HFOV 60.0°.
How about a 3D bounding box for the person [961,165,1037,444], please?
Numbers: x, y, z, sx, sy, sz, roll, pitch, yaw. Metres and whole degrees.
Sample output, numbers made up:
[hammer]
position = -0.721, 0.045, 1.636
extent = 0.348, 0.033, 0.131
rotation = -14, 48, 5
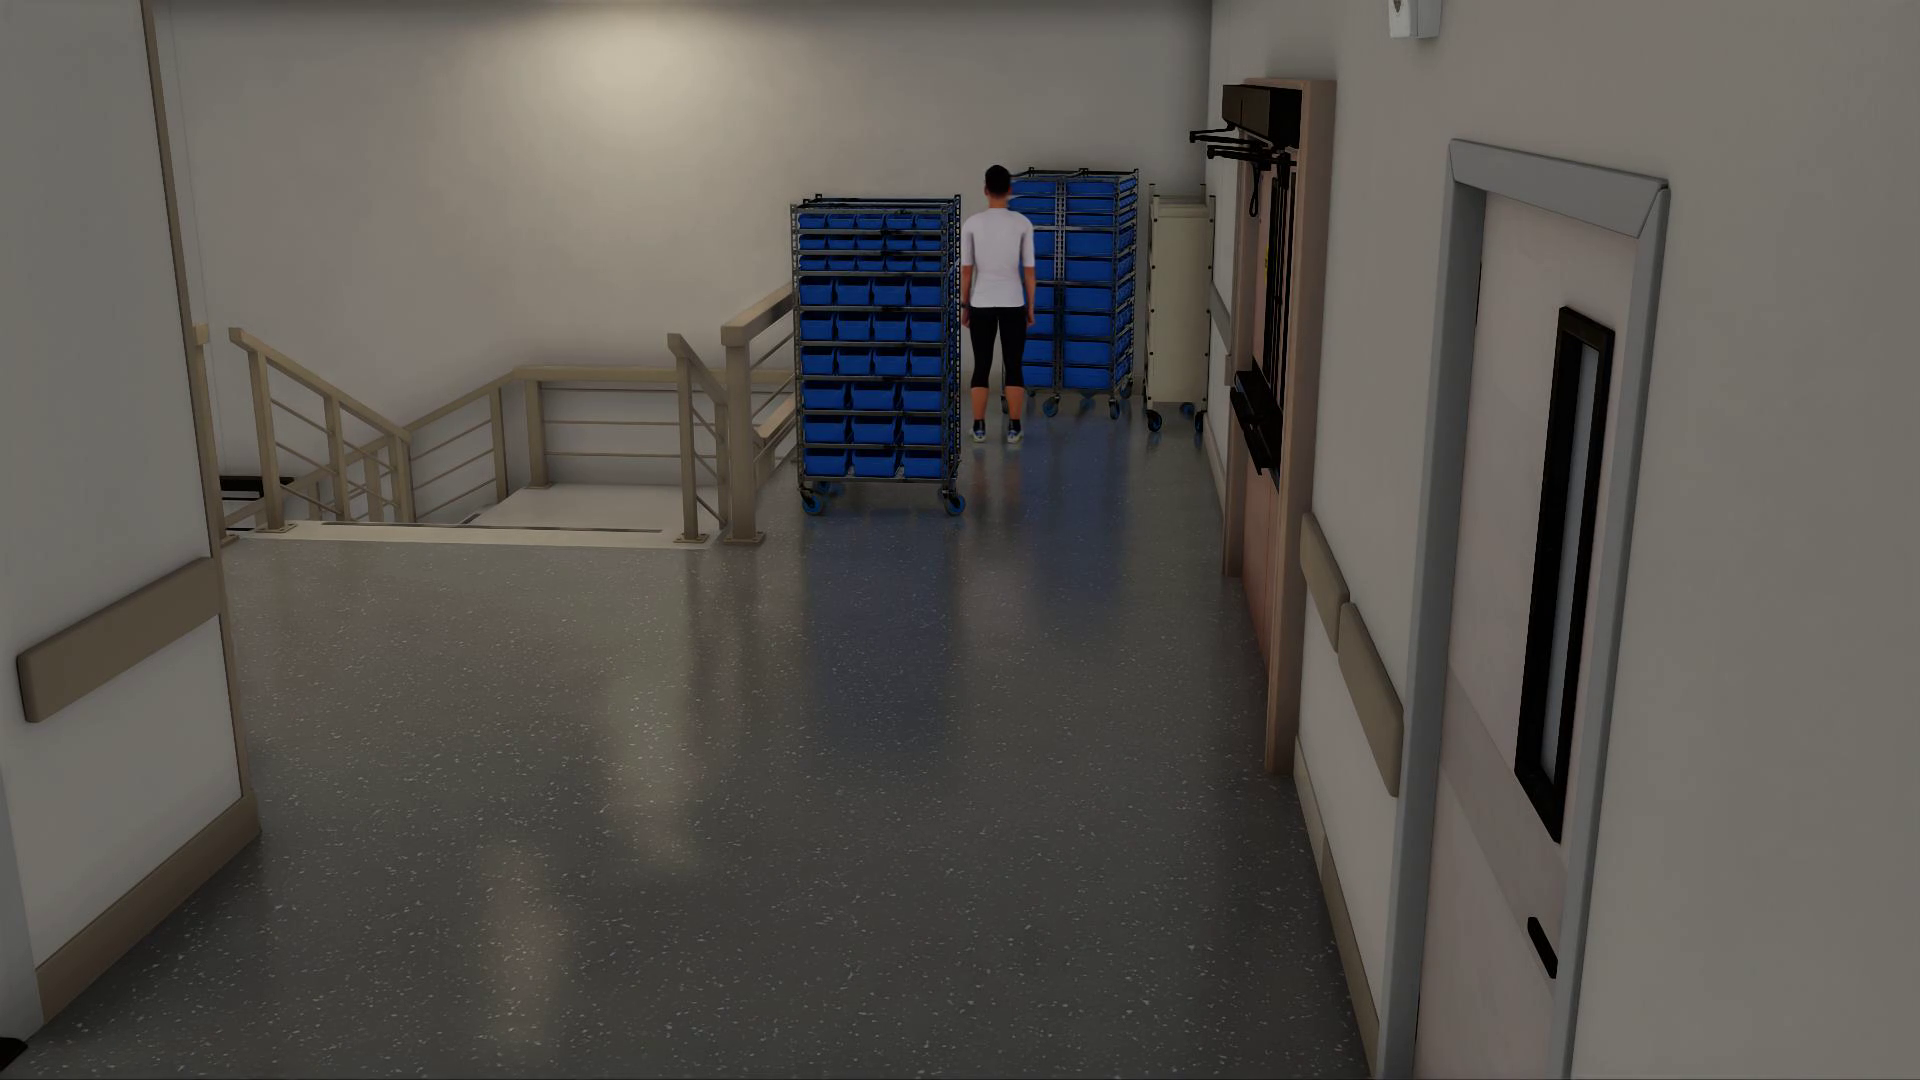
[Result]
[person]
position = 0.256, -1.578, 11.182
extent = 0.654, 1.847, 0.545
rotation = 1, 16, 3
